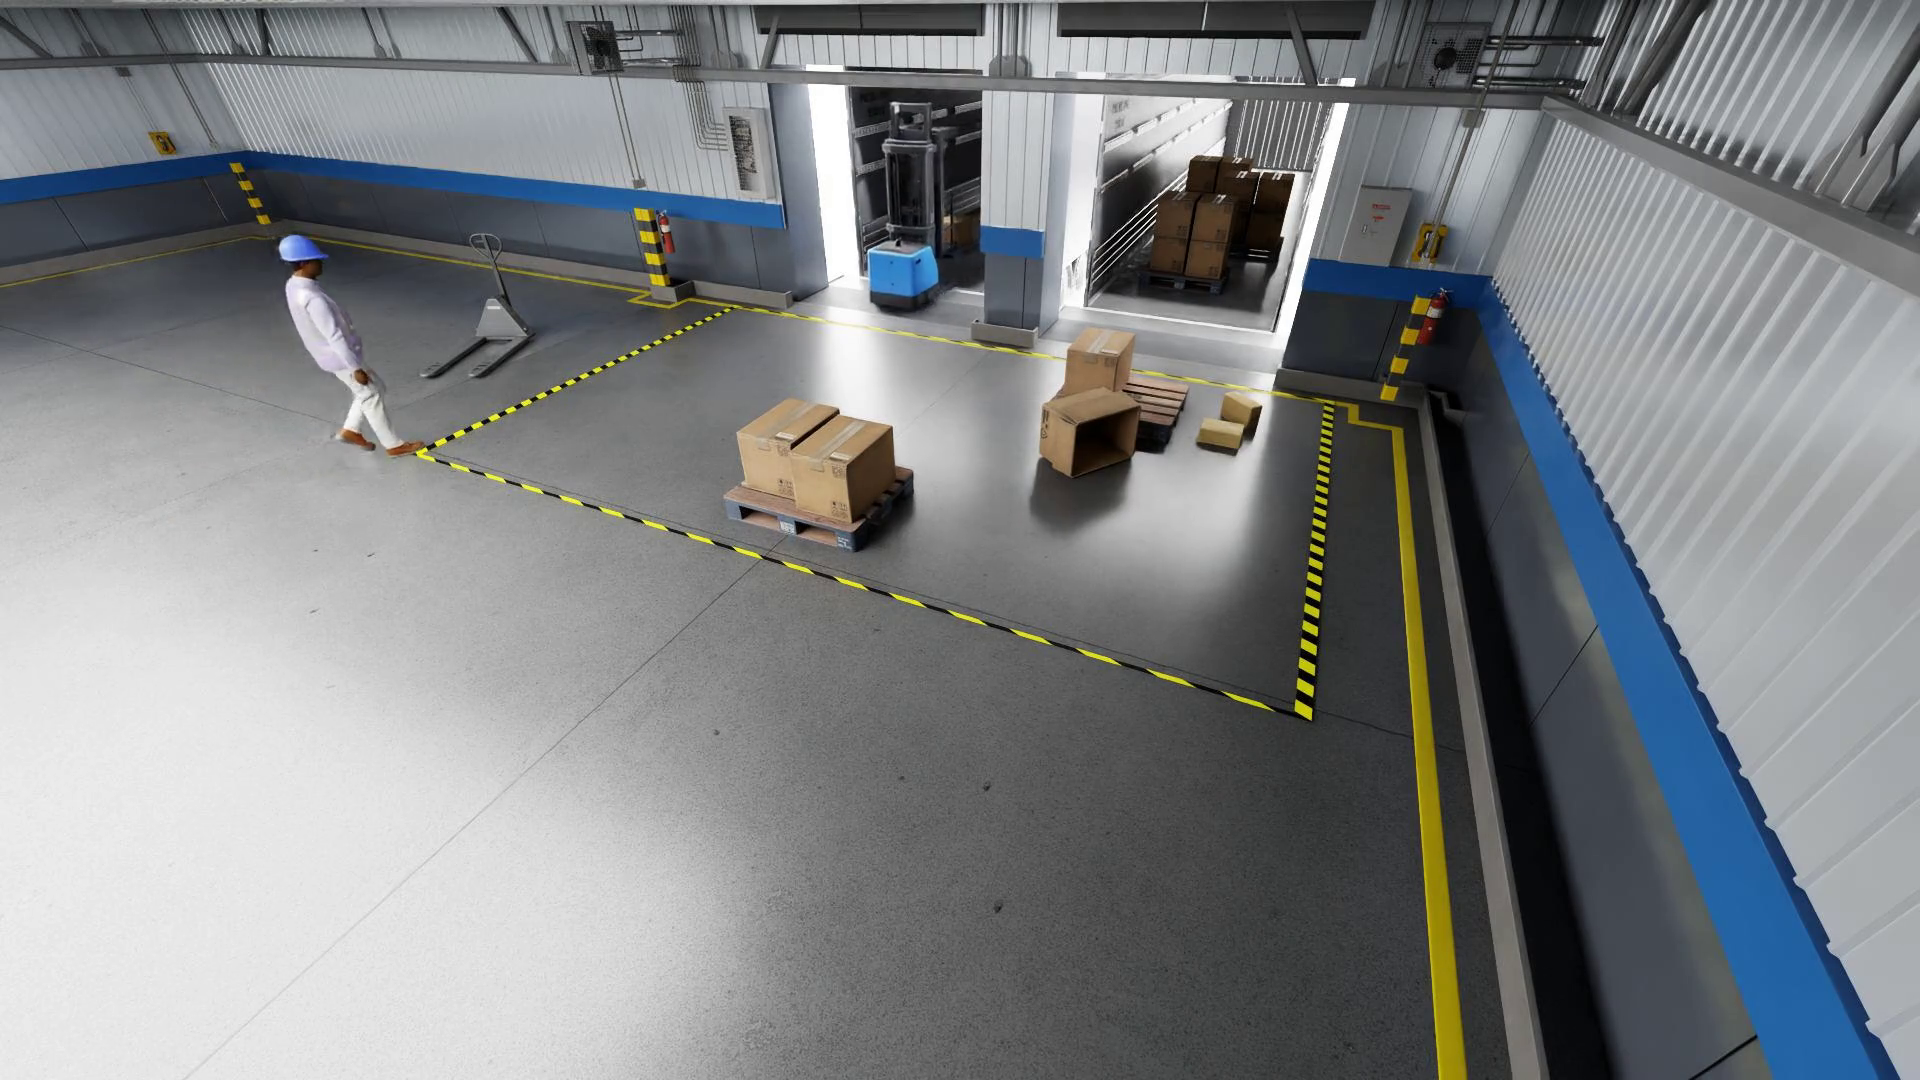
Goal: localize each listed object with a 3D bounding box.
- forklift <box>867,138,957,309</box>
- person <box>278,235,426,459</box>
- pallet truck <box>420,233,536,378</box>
[{"bbox_3d":[-0.759,-4.226,9.860,0.716,2.013,0.776,15,38,20],"label":"forklift"},{"bbox_3d":[-5.231,-1.533,6.176,0.627,1.928,0.586,28,44,34],"label":"person"},{"bbox_3d":[-5.664,-2.712,8.427,0.680,1.201,1.601,0,35,-1],"label":"pallet truck"}]
